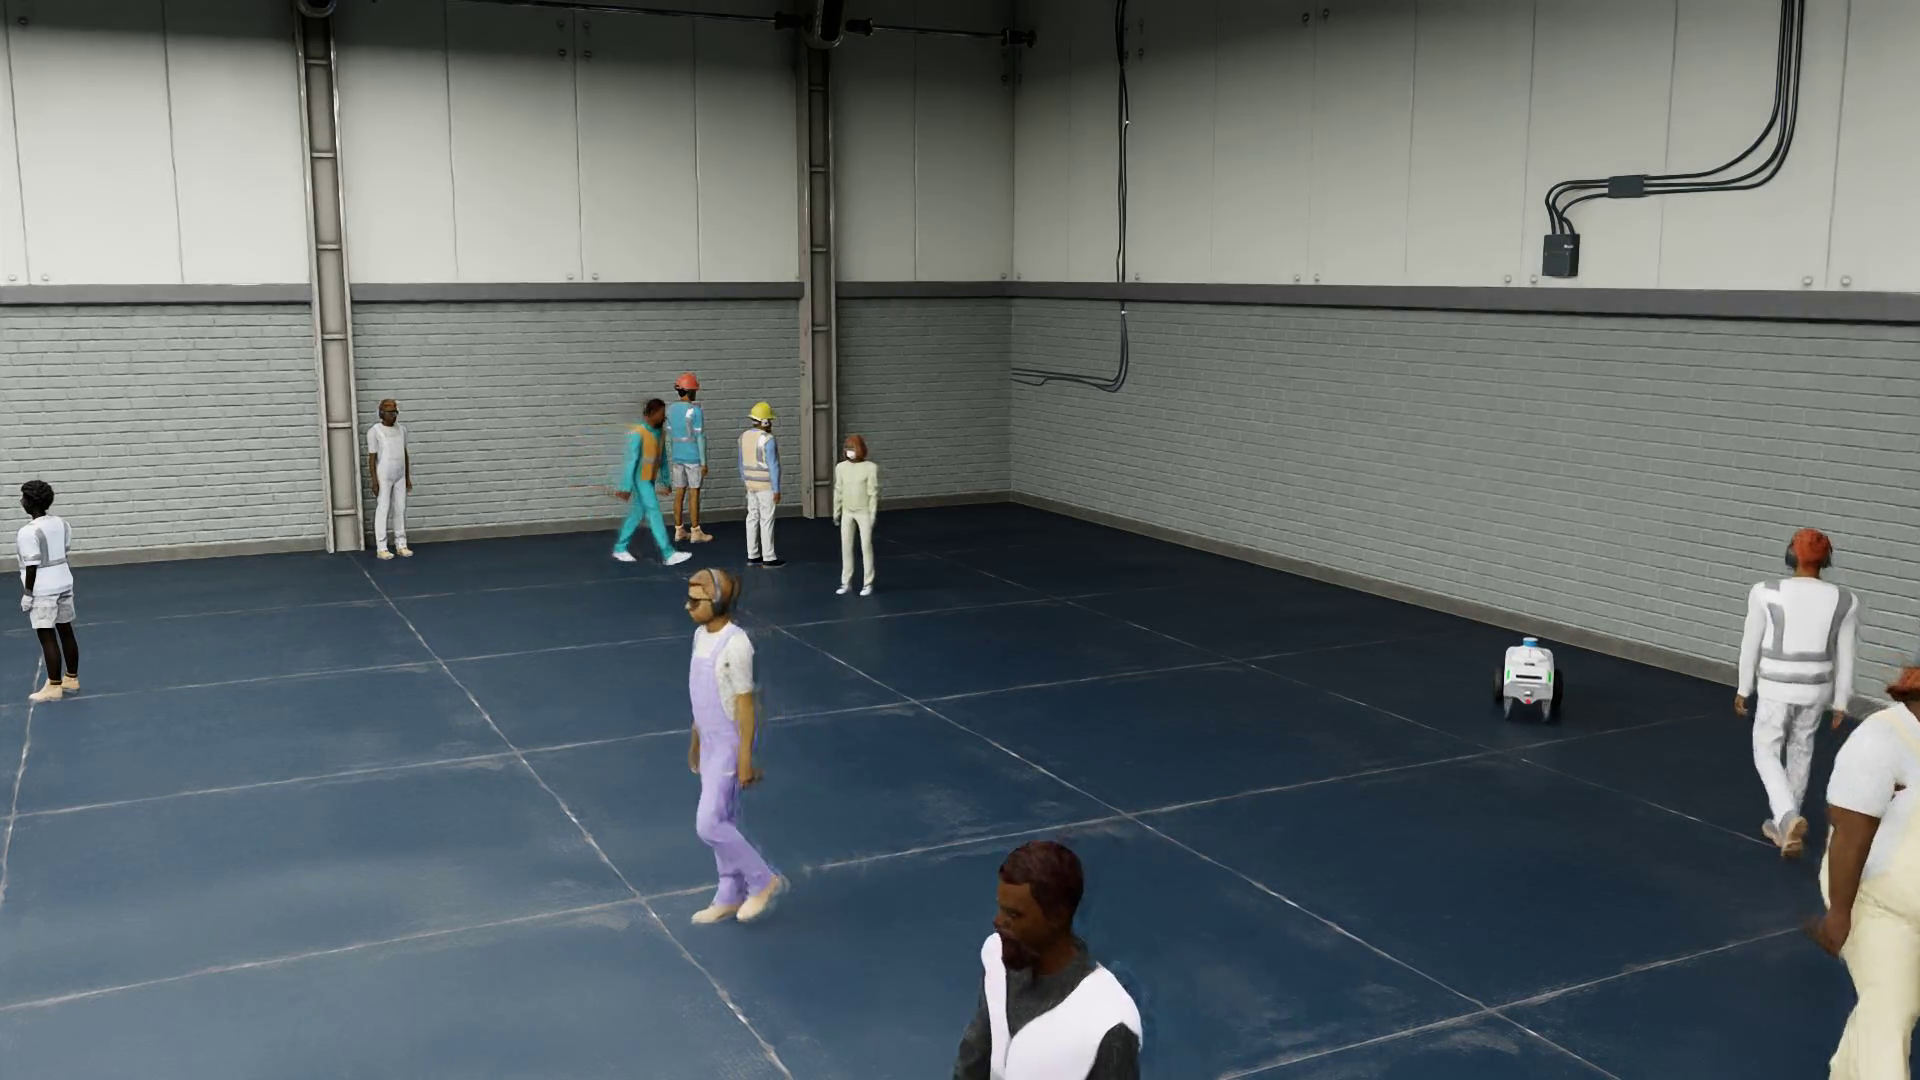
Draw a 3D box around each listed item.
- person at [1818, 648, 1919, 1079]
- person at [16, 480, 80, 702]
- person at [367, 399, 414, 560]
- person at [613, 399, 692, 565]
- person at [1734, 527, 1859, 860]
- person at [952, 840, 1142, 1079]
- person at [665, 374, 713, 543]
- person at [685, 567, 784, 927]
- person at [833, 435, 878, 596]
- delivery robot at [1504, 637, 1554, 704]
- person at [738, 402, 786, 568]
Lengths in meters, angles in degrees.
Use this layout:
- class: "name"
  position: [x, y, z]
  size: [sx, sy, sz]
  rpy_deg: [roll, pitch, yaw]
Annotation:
- class: "person"
  position: [3.492, 1.288, 6.094]
  size: [0.748, 2.000, 0.693]
  rpy_deg: [-5, 10, -28]
- class: "person"
  position: [-6.980, 0.386, 12.707]
  size: [0.320, 1.697, 0.531]
  rpy_deg: [0, 9, 3]
- class: "person"
  position: [-6.493, -0.695, 18.955]
  size: [0.341, 1.839, 0.501]
  rpy_deg: [6, 11, 34]
- class: "person"
  position: [-3.486, -0.648, 18.569]
  size: [1.014, 1.857, 0.600]
  rpy_deg: [3, 10, 16]
- class: "person"
  position: [4.665, 0.862, 9.271]
  size: [0.585, 1.868, 0.737]
  rpy_deg: [2, 9, 10]
- class: "person"
  position: [0.223, 1.666, 4.323]
  size: [1.030, 1.867, 0.606]
  rpy_deg: [-4, 10, -24]
- class: "person"
  position: [-3.272, -0.982, 20.073]
  size: [0.607, 2.044, 0.371]
  rpy_deg: [7, 11, 35]
- class: "person"
  position: [-1.202, 1.039, 8.264]
  size: [0.397, 1.835, 0.502]
  rpy_deg: [-5, 10, -28]
- class: "person"
  position: [-1.060, -0.252, 16.844]
  size: [0.501, 1.632, 0.307]
  rpy_deg: [4, 10, 24]
- class: "delivery robot"
  position: [4.224, 0.967, 12.345]
  size: [0.477, 0.478, 0.707]
  rpy_deg: [3, 10, 19]
- class: "person"
  position: [-2.177, -0.603, 18.379]
  size: [0.600, 1.831, 0.404]
  rpy_deg: [9, 13, 44]
